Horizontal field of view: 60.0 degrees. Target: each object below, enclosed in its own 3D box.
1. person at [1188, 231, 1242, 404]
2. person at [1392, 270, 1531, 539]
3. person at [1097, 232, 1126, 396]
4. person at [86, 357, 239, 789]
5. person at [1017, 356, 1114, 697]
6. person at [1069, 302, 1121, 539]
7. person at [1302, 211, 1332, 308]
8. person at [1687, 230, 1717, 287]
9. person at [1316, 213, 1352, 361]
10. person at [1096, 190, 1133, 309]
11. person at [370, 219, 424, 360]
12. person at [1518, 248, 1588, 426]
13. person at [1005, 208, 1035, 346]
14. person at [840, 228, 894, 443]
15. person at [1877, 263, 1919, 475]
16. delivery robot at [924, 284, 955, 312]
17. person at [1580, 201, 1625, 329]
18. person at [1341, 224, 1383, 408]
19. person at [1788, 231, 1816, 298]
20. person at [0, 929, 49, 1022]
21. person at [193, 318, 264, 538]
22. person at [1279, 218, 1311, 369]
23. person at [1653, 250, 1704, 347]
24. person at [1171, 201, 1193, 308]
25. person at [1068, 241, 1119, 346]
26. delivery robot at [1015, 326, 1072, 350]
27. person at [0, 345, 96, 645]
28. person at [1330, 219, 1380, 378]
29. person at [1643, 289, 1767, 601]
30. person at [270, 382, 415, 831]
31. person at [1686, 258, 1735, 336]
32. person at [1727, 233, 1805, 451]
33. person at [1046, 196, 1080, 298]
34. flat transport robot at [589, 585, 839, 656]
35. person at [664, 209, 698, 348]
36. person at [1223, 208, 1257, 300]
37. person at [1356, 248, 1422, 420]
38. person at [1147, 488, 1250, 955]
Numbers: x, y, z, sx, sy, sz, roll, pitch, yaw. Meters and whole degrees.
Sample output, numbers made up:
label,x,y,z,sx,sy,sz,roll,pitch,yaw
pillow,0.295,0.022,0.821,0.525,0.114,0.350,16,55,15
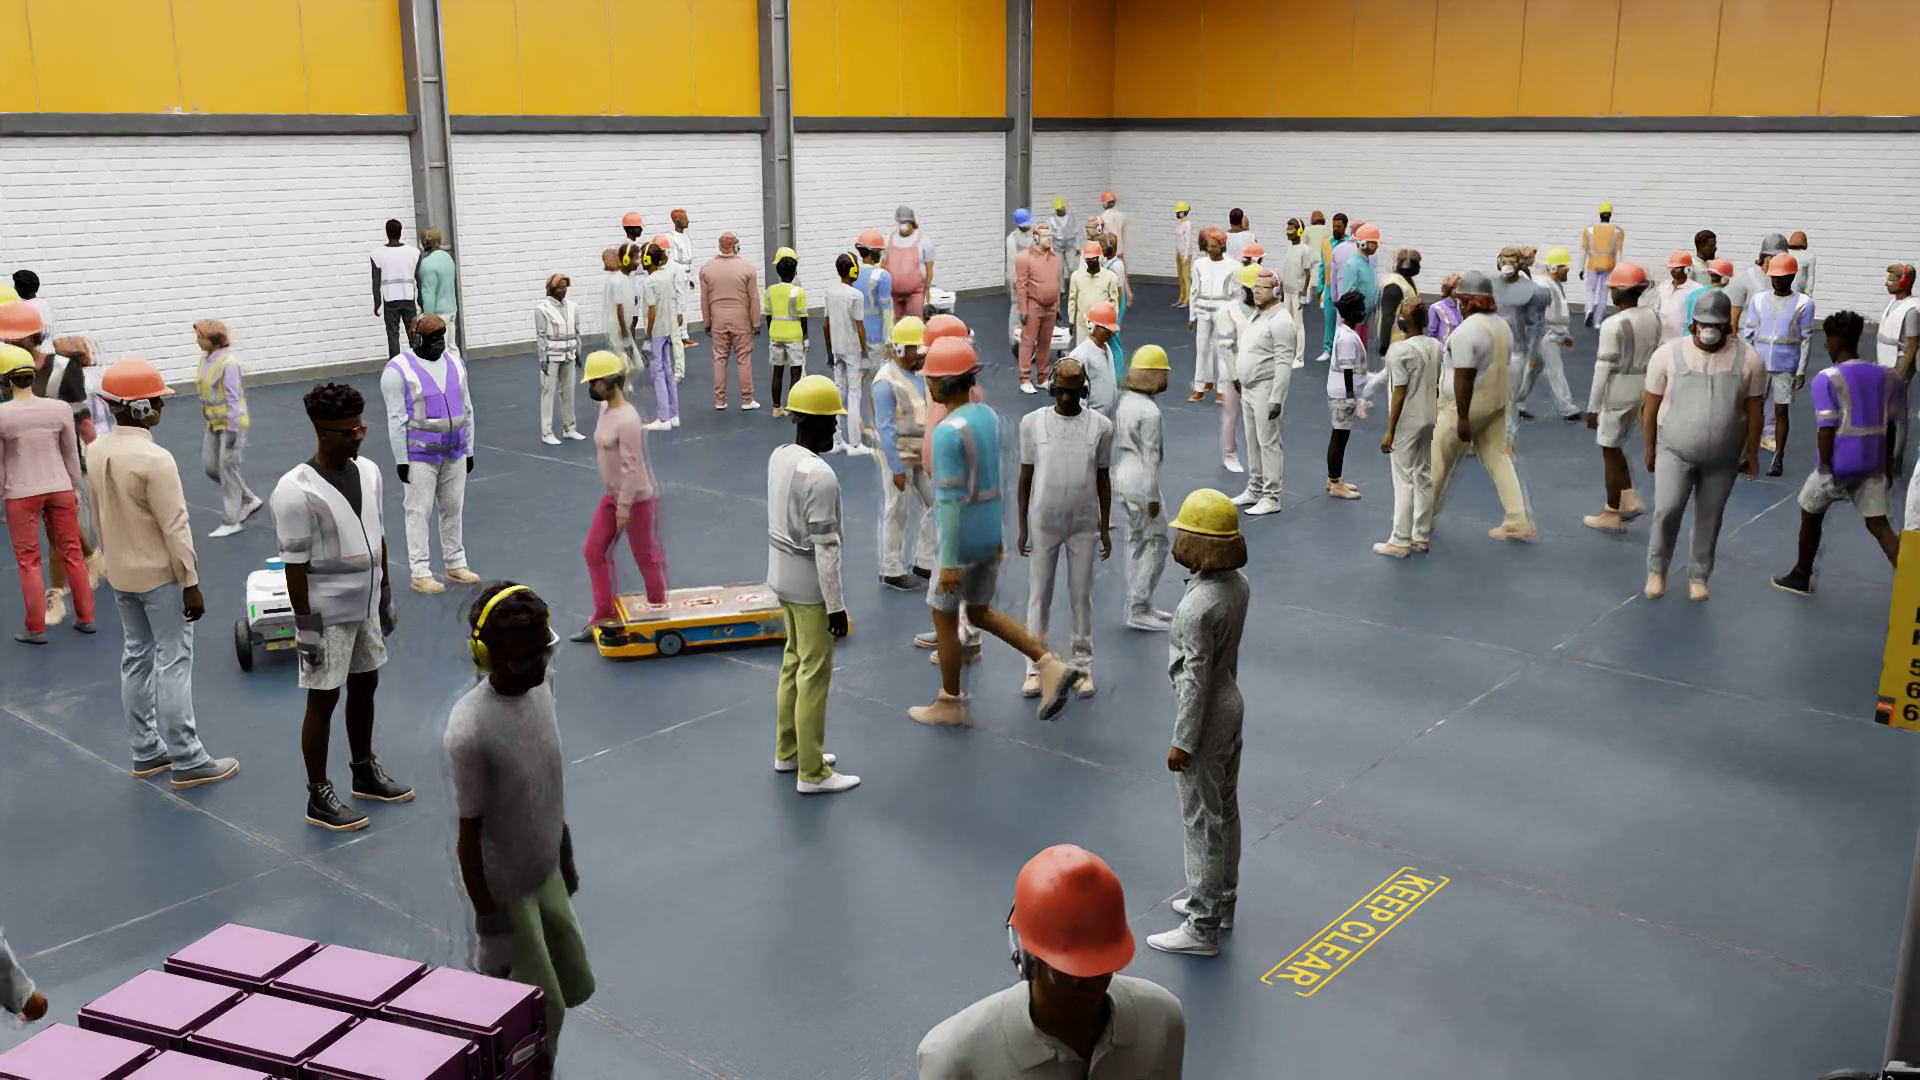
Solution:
label,x,y,z,sx,sy,sz,roll,pitch,yaw
person,2.782,-2.436,18.222,0.573,1.886,0.354,6,15,23
person,3.809,-1.027,12.277,0.681,2.000,1.049,-12,18,-39
person,1.681,-2.538,18.730,0.345,1.839,0.506,-3,14,-10
person,-3.698,0.159,7.630,0.612,1.995,0.377,8,16,30
person,0.556,-0.064,8.841,0.504,1.840,0.345,1,14,2
person,1.018,-0.896,12.357,0.338,1.742,0.562,7,16,26
person,5.952,-4.697,27.843,0.588,1.590,0.692,0,14,1
person,7.851,-2.348,17.802,0.391,1.920,0.587,12,18,40
person,4.871,-3.234,21.369,0.383,1.911,0.593,-14,19,-43
person,2.518,-4.738,27.298,0.622,1.962,0.833,-7,16,-27
person,-6.662,-2.838,19.763,0.600,1.917,0.376,-7,16,-26
person,6.076,-2.069,16.940,0.913,1.782,0.608,8,16,30
person,0.867,-3.615,22.918,0.452,1.896,0.773,8,16,28
person,-0.863,-1.964,16.017,0.610,2.043,0.397,11,18,37
person,8.164,-1.478,14.482,0.391,1.841,0.564,3,14,13
delivery robot,-0.426,-3.782,26.108,0.707,0.478,0.477,-10,17,-35
person,9.522,-4.070,24.718,0.587,1.910,0.576,6,15,22
person,4.260,-2.362,17.731,0.405,1.986,0.618,9,17,33
person,11.053,-3.277,22.093,0.505,1.631,0.278,8,16,29
person,-2.627,1.168,4.202,0.500,1.695,0.873,4,15,15
person,-5.459,-0.835,12.346,0.536,1.632,0.407,12,18,39
person,4.175,-3.089,20.866,0.326,1.872,0.518,-7,16,-26
person,7.376,-2.112,17.192,0.330,1.750,0.573,-9,17,-32
person,3.706,-4.757,27.758,0.341,1.760,0.525,-3,14,-12
person,1.473,-2.444,18.522,0.572,1.749,0.343,4,15,17
delivery robot,1.075,-2.613,21.430,0.707,0.478,0.477,-2,14,-8
person,-5.461,-0.268,9.825,0.350,1.758,0.522,12,18,39
person,4.783,-2.912,20.084,0.403,1.905,0.652,-12,18,-40
person,4.711,-0.597,10.560,0.701,2.000,0.562,4,15,15
person,-2.682,0.280,7.232,0.380,1.957,0.604,5,15,18
person,7.425,-1.910,16.444,0.637,1.726,0.595,-9,17,-32
person,7.507,-1.833,15.497,0.689,2.000,0.539,0,14,1
person,1.797,-5.114,29.130,0.619,1.784,0.560,-1,14,-4
flat transport robot,-1.461,0.455,9.945,1.431,0.197,0.652,-5,15,-18
person,-3.832,-3.578,22.793,0.353,1.883,0.572,5,15,20
person,3.677,-3.477,22.315,0.588,1.920,0.392,2,14,7
person,4.379,-2.055,16.881,0.806,1.819,0.631,7,16,25
person,0.884,0.666,6.116,0.294,1.744,0.487,7,16,25
